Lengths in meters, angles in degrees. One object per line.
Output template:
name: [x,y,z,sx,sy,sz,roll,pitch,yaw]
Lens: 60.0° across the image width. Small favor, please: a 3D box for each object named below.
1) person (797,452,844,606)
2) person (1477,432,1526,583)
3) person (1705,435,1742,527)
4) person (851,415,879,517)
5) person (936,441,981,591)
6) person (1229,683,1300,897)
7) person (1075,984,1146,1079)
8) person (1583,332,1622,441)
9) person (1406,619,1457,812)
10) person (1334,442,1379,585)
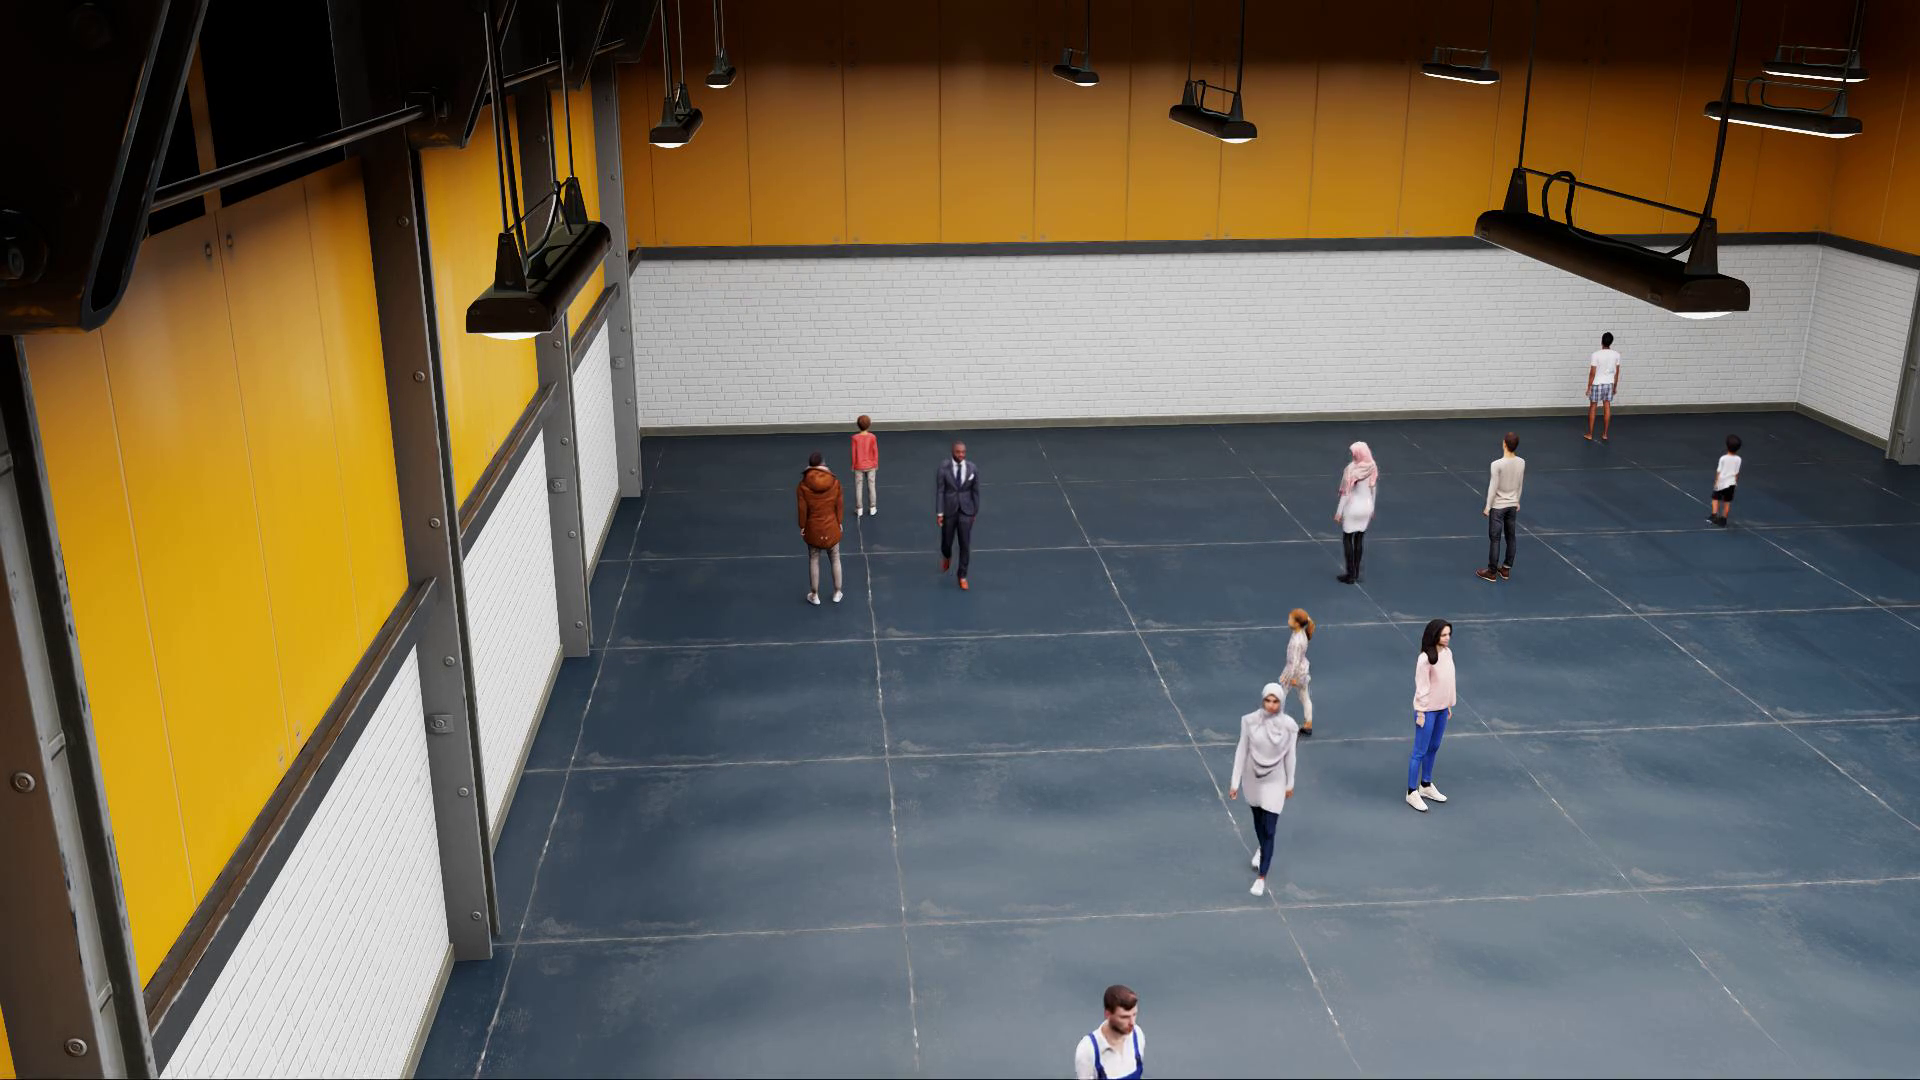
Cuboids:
person: [-1.629,-0.140,19.649,0.730,1.836,0.712,-4,19,-12]
person: [6.672,-0.414,20.412,0.720,1.867,0.664,-7,20,-20]
person: [10.392,-0.786,22.482,0.504,1.252,0.518,0,19,-1]
person: [-1.320,-1.038,22.974,0.528,1.416,0.471,-3,19,-8]
person: [-0.049,-0.342,20.294,0.688,1.806,0.902,-2,19,-6]
person: [2.494,1.961,13.578,0.989,1.729,1.215,8,20,23]
person: [0.782,3.294,9.461,0.906,1.830,1.164,-10,21,-27]
person: [10.334,-2.480,26.755,0.660,1.735,0.567,1,19,3]
person: [4.192,1.522,14.816,0.723,1.770,0.737,-14,23,-36]
person: [4.859,-0.351,20.342,0.739,1.794,0.696,-3,19,-7]
